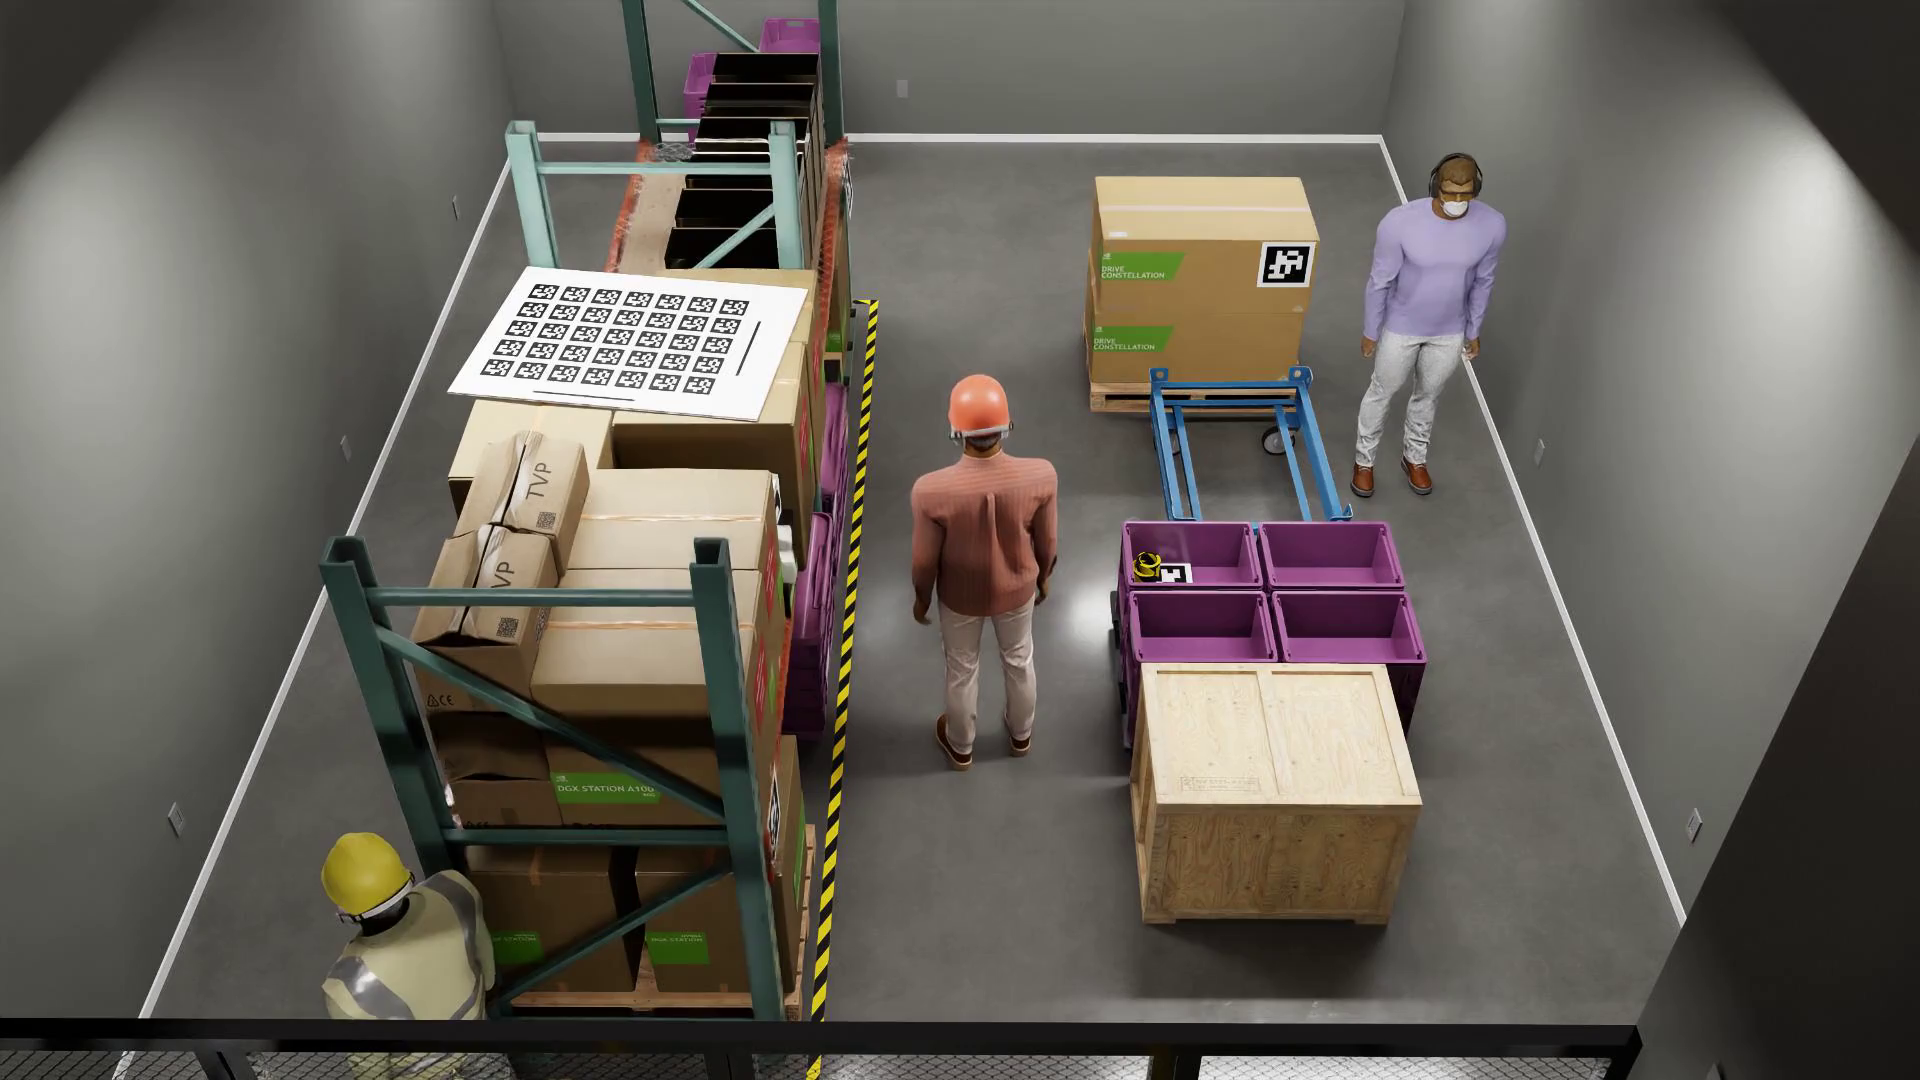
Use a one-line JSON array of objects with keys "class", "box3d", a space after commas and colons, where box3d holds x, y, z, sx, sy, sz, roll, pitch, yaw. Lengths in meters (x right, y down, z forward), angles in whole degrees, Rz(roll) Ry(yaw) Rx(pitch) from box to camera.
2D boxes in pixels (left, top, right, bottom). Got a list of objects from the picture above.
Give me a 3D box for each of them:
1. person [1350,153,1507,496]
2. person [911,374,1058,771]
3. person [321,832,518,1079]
[{"class": "person", "box3d": [2.315, -1.060, 8.322, 0.635, 1.939, 0.366, -2, 41, -2]}, {"class": "person", "box3d": [0.095, 0.167, 6.882, 0.610, 1.993, 0.392, -8, 42, -9]}, {"class": "person", "box3d": [-1.733, 1.578, 5.393, 0.403, 1.830, 0.599, 20, 45, 22]}]
